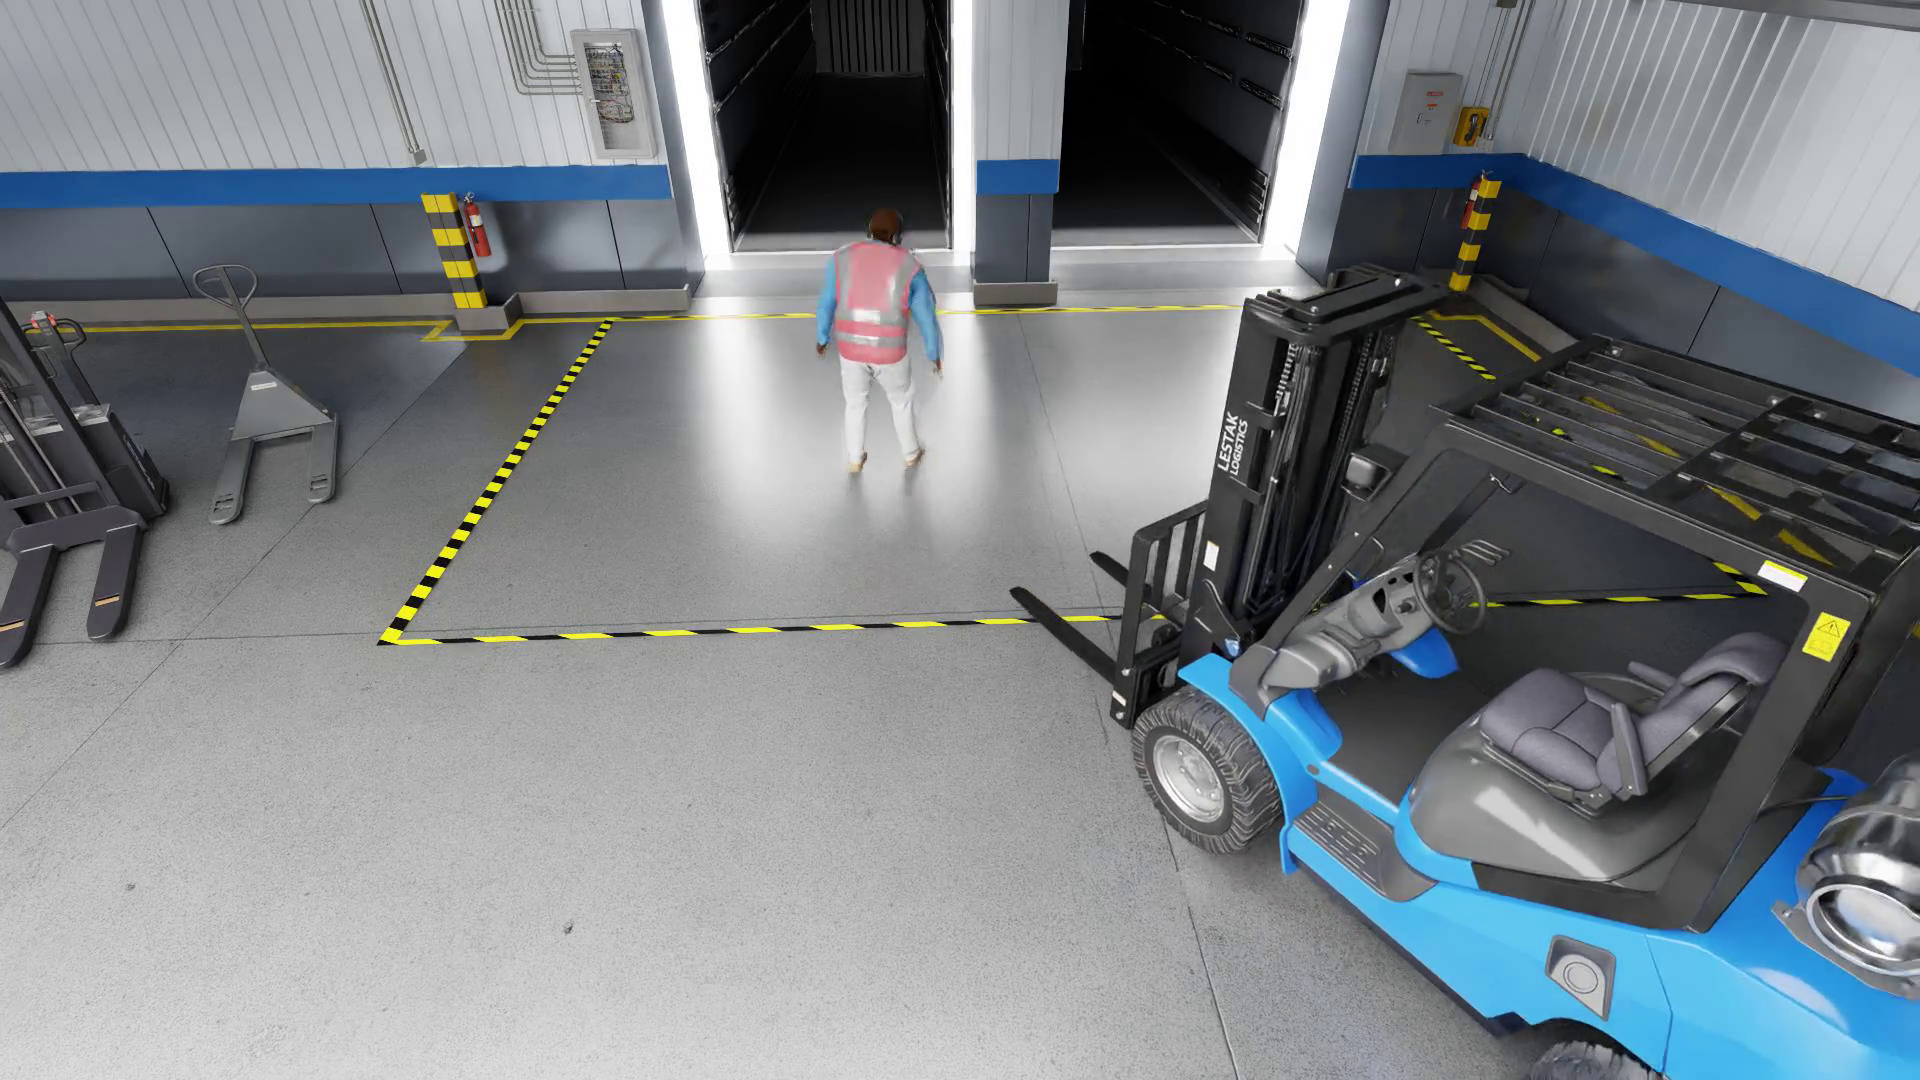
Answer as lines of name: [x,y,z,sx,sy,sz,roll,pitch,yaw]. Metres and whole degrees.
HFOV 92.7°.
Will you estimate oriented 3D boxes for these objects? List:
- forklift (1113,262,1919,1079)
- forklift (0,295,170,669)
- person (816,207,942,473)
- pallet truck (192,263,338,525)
forklift: [1.907,0.455,3.025,1.157,2.036,2.680,-22,40,-28]
forklift: [-5.212,-0.618,4.878,0.823,1.965,1.885,-20,39,-26]
person: [-0.544,-1.262,6.064,0.845,1.736,0.642,3,35,5]
pallet truck: [-4.778,-1.027,6.128,0.680,1.201,1.601,-17,38,-23]
